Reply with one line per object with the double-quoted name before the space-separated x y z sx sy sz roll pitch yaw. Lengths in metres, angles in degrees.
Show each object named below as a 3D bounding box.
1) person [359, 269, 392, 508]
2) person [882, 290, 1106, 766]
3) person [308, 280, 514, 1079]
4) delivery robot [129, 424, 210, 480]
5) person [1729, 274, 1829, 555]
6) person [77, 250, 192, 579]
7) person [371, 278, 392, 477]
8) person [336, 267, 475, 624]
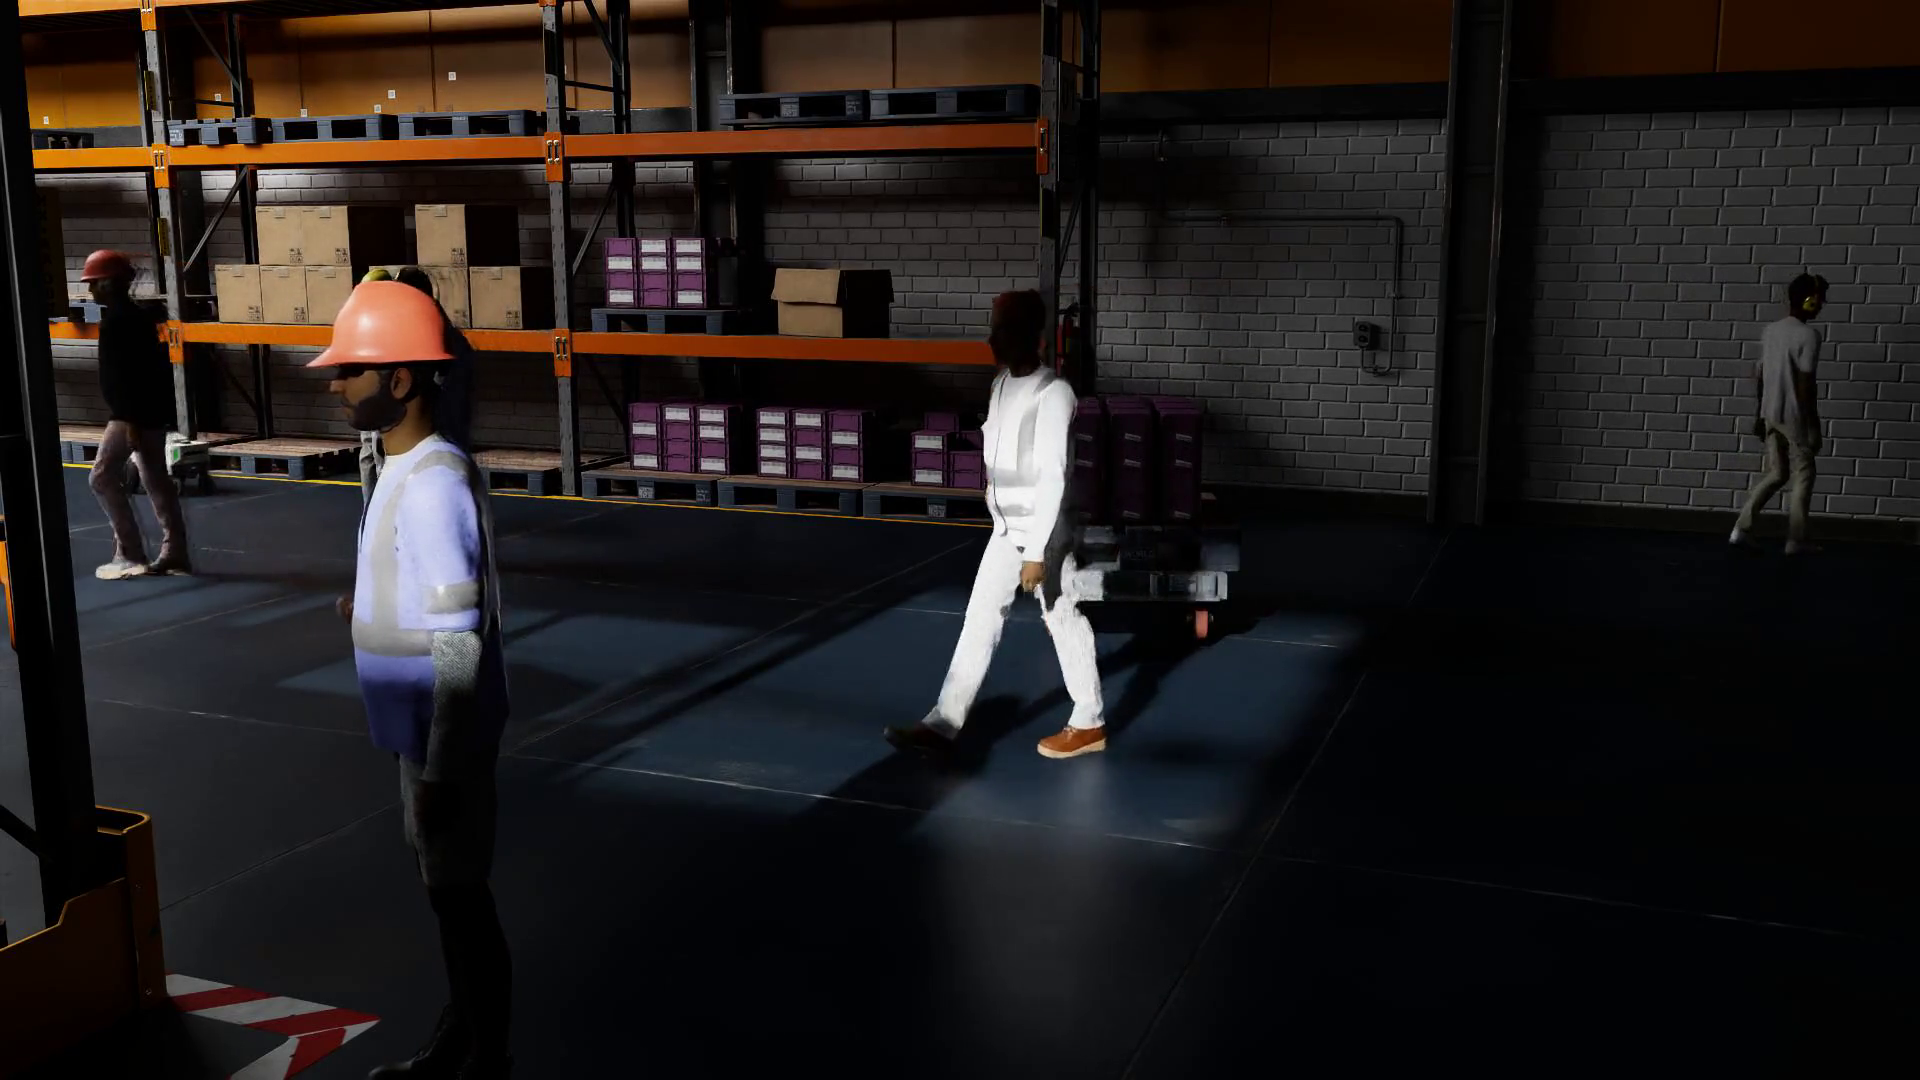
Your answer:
"person" -4.025 -0.972 11.650 0.586 1.835 0.404 6 12 29
"person" 0.188 -0.019 6.331 0.976 1.830 0.603 -5 11 -27
"person" -1.191 0.405 3.685 0.371 1.939 0.543 -4 11 -23
"delivery robot" -6.397 -0.695 13.412 0.707 0.478 0.477 6 12 30
"person" 5.325 -0.782 10.616 0.668 1.822 0.586 -2 10 -13
"person" -4.990 -0.736 9.937 0.655 1.968 0.666 -1 10 -6
"person" -3.372 -0.717 10.317 0.749 1.810 0.626 5 11 24
"person" -2.742 -0.412 8.381 1.005 1.886 0.659 6 12 30
